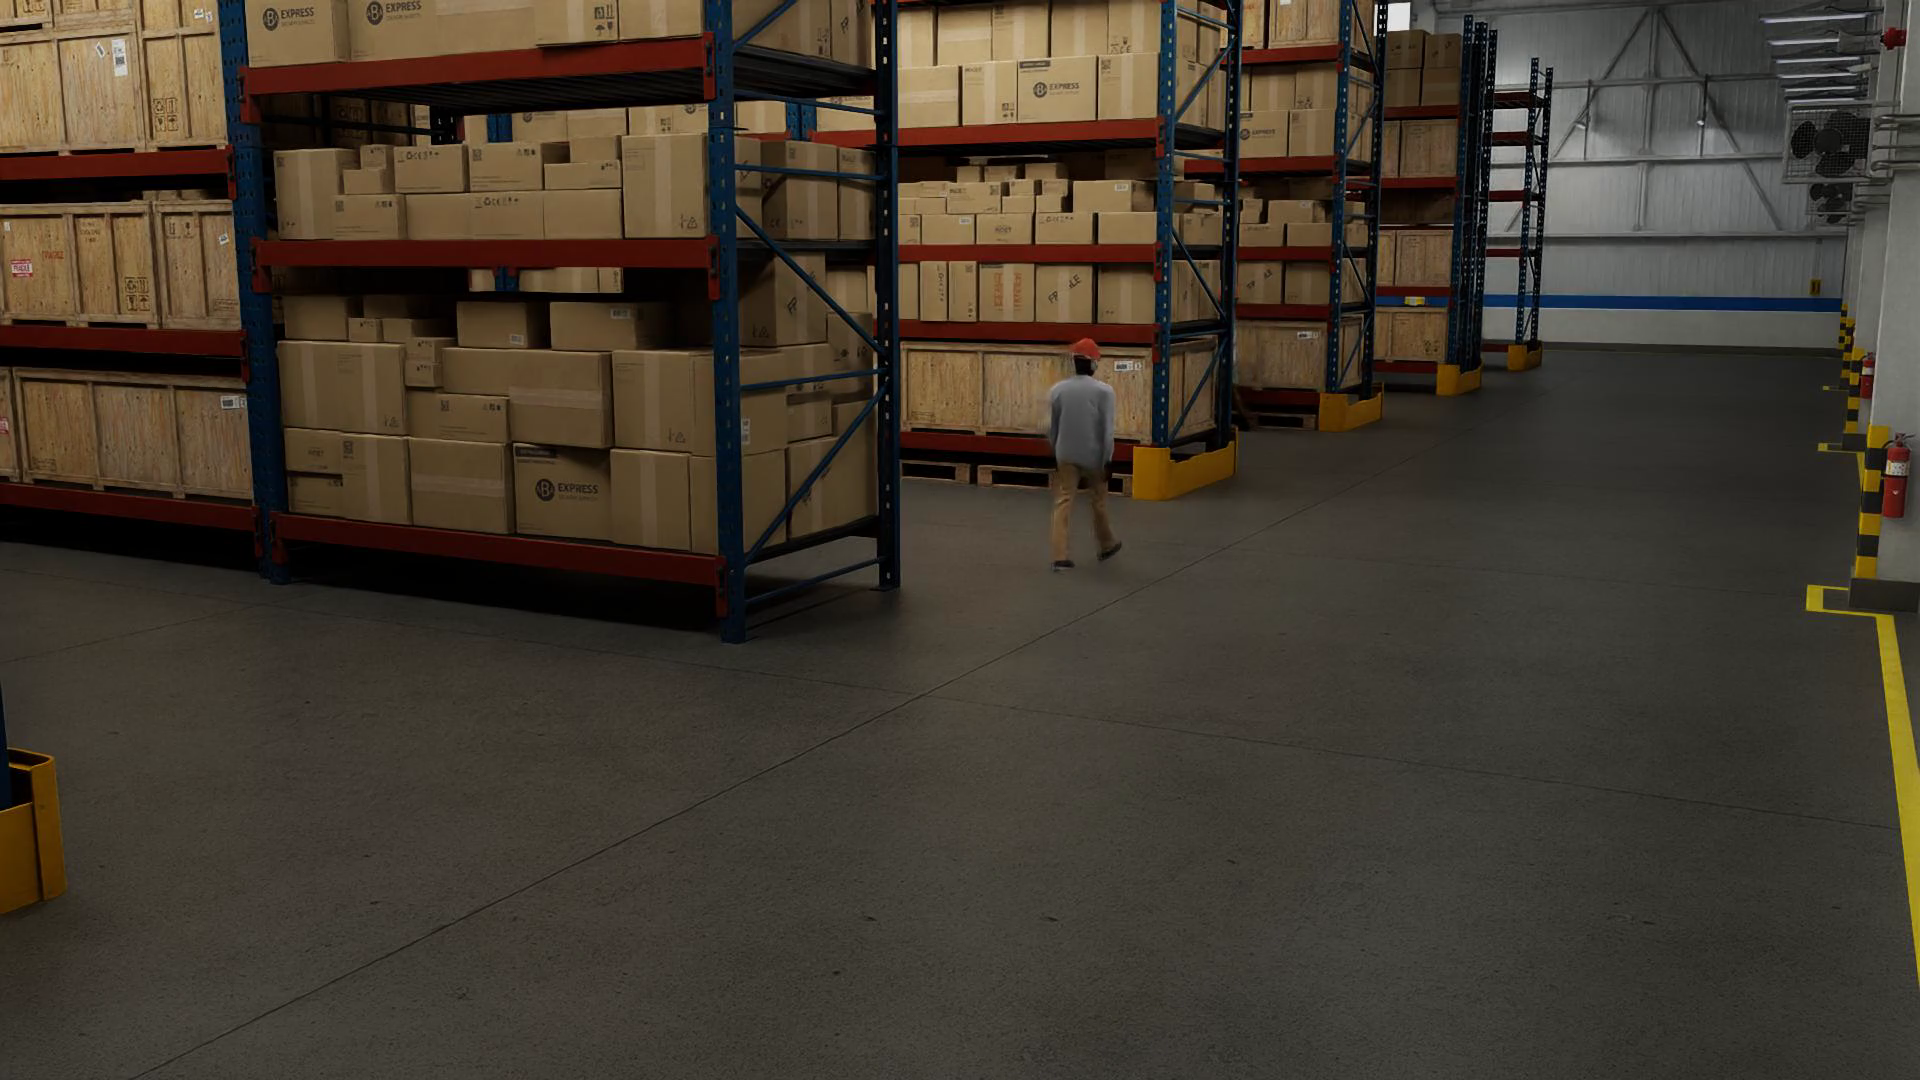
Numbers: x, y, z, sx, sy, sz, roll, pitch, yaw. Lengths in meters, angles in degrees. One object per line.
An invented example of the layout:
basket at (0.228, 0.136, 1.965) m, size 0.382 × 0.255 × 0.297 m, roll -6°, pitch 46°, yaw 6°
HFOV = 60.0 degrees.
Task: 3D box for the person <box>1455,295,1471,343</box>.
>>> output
person at (9.598, -3.981, 31.944) m, size 0.525 × 1.624 × 0.452 m, roll -1°, pitch 10°, yaw -8°

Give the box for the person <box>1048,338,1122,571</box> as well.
person at (0.920, -0.645, 12.379) m, size 0.591 × 1.697 × 0.914 m, roll 5°, pitch 11°, yaw 29°

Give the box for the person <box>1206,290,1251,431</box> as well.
person at (3.385, -2.357, 21.803) m, size 1.010 × 1.889 × 0.561 m, roll 7°, pitch 12°, yaw 36°
